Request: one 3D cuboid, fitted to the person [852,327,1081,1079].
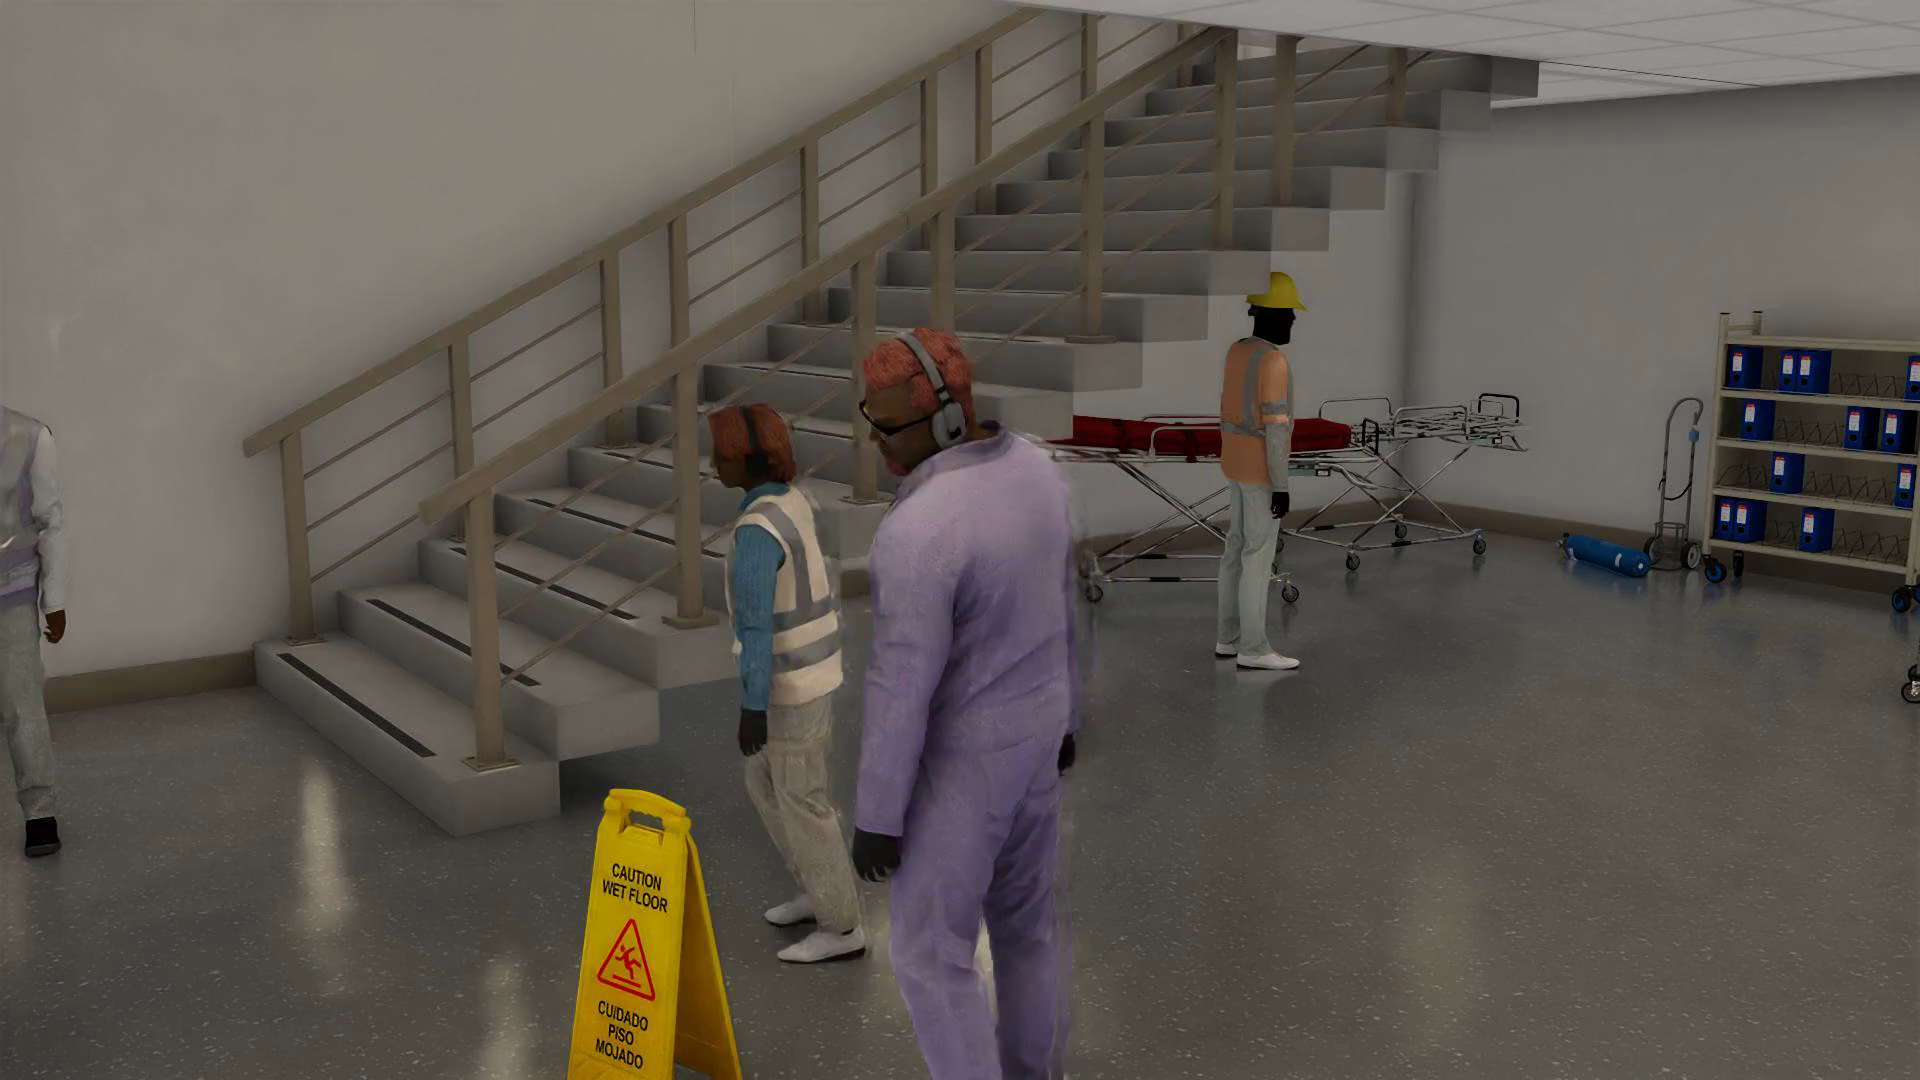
[{"bbox_3d":[0.025,0.476,3.612,0.396,1.874,0.741,6,12,32],"label":"person"}]

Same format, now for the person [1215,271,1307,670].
[{"bbox_3d":[1.471,-0.337,8.109,0.382,1.924,0.594,-2,10,-13],"label":"person"}]

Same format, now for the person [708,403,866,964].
[{"bbox_3d":[-0.474,0.418,4.670,0.442,1.614,0.533,0,10,0],"label":"person"}]

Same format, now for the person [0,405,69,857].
[{"bbox_3d":[-3.259,0.175,5.479,0.585,1.824,0.405,-4,11,-22],"label":"person"}]
